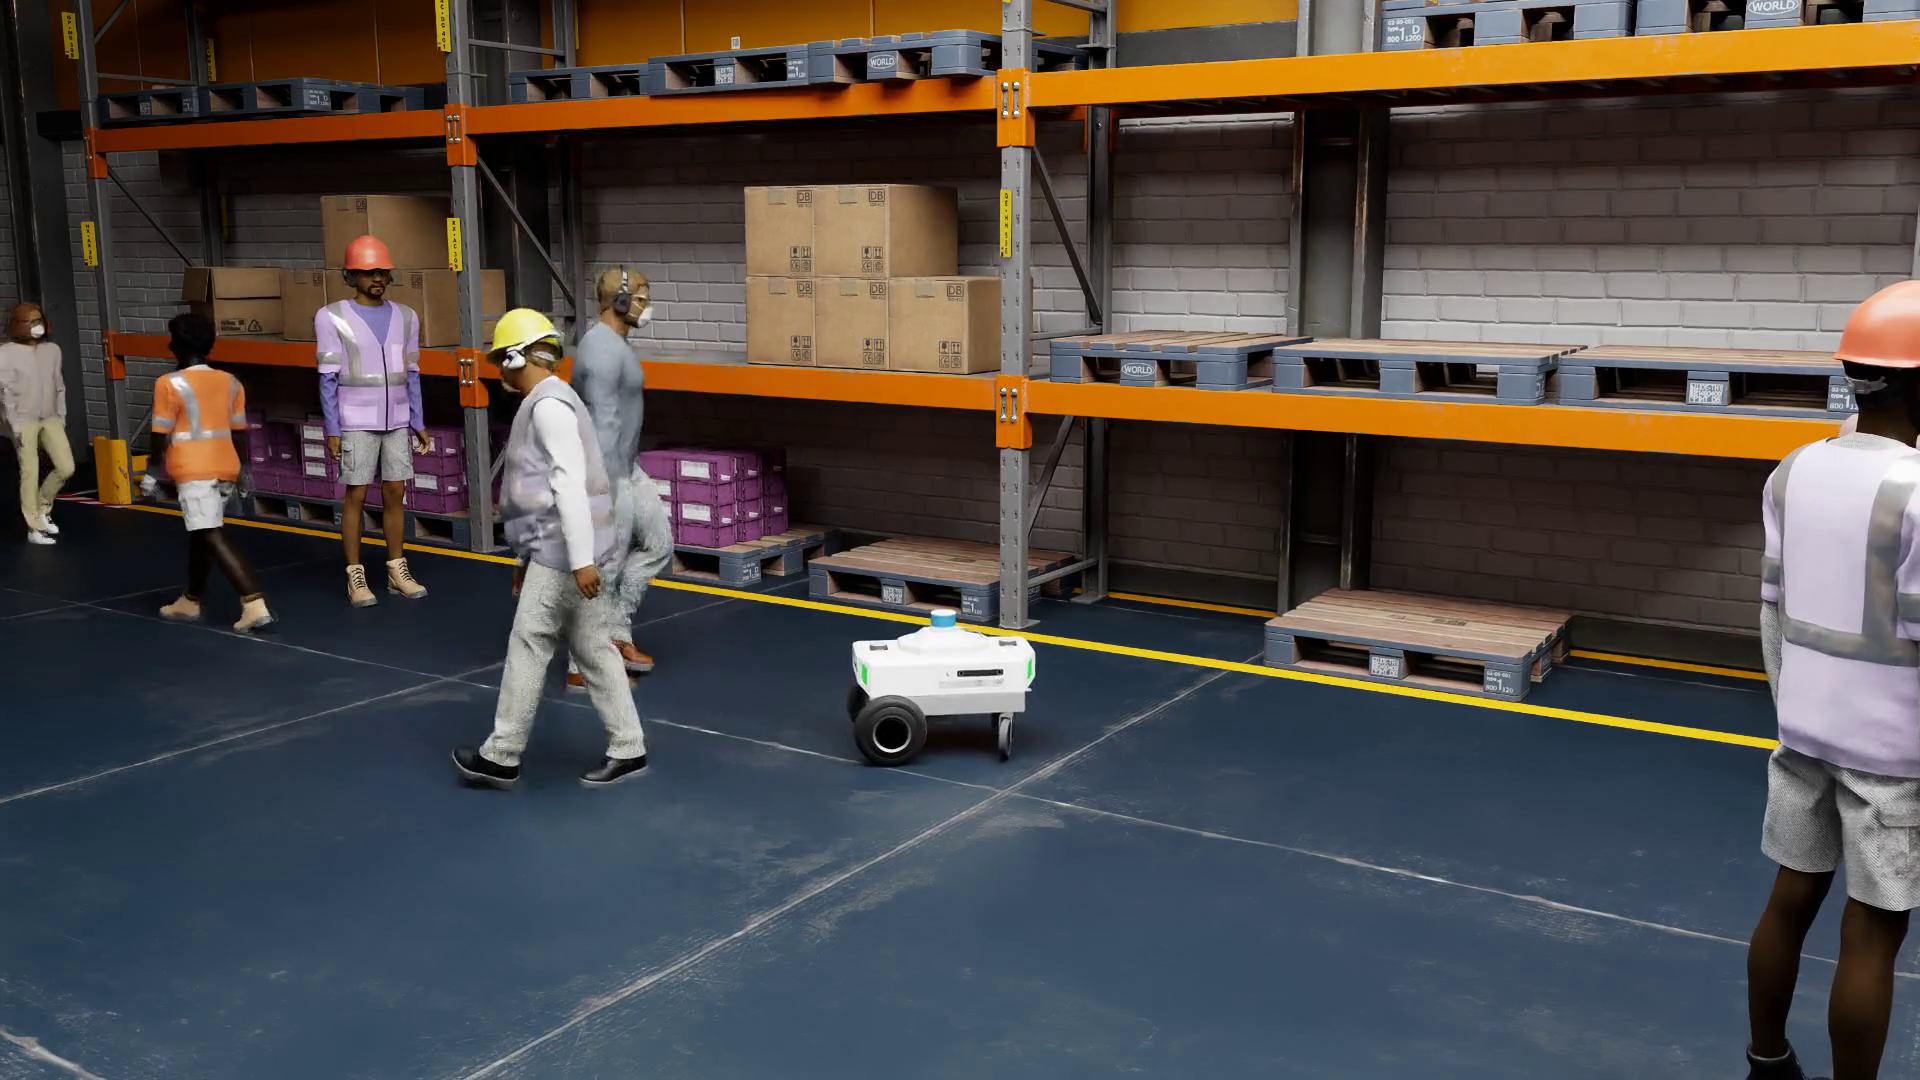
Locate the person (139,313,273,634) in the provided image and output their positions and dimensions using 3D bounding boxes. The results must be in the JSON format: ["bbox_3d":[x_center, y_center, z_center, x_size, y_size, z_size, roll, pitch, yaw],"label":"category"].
[{"bbox_3d":[-3.905,-0.325,8.625,0.848,1.612,0.533,3,11,16],"label":"person"}]

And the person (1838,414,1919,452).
[{"bbox_3d":[3.247,0.125,5.699,0.310,1.768,0.533,-8,13,-36],"label":"person"}]

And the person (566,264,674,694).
[{"bbox_3d":[-1.562,-0.271,7.487,0.536,1.909,0.651,-1,10,-8],"label":"person"}]

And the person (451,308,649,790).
[{"bbox_3d":[-1.543,0.046,6.135,0.771,1.772,0.651,-1,10,-6],"label":"person"}]

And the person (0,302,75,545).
[{"bbox_3d":[-6.139,-0.768,11.060,0.356,1.623,0.506,5,11,24],"label":"person"}]

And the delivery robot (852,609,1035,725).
[{"bbox_3d":[-0.065,0.519,6.610,0.707,0.478,0.477,-2,10,-8],"label":"delivery robot"}]

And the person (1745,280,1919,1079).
[{"bbox_3d":[1.958,0.420,3.589,0.354,1.939,0.545,-3,11,-14],"label":"person"}]

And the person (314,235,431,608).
[{"bbox_3d":[-3.246,-0.658,9.268,0.377,2.045,0.605,9,14,42],"label":"person"}]
